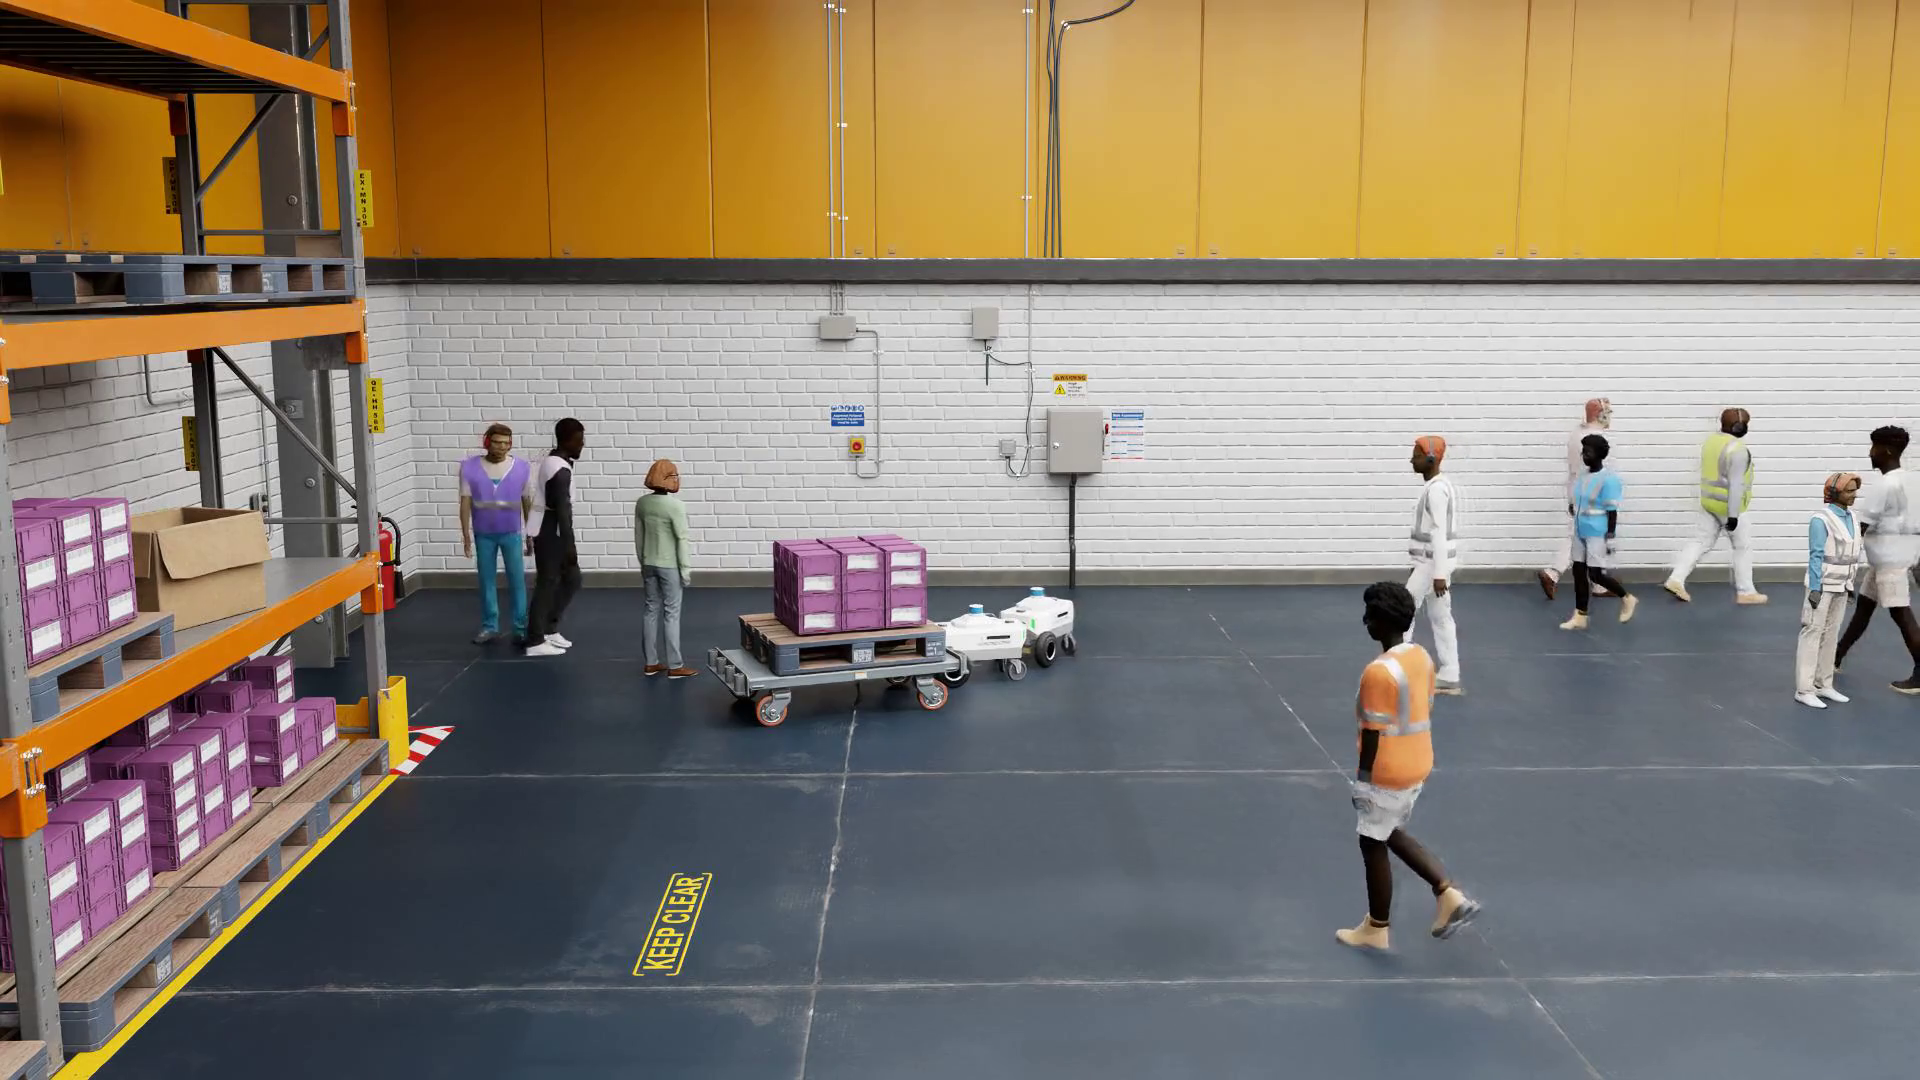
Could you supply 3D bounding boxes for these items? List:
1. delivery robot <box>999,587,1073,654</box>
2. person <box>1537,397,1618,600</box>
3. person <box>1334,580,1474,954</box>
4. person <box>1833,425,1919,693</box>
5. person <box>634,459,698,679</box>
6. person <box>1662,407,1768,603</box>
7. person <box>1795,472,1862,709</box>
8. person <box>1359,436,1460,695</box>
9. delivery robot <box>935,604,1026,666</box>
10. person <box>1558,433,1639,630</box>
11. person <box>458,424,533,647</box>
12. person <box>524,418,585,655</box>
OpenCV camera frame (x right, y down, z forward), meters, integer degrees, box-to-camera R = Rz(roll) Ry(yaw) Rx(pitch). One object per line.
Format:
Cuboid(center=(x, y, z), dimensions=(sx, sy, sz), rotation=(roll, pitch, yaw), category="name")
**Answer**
Cuboid(center=(0.597, 0.611, 12.936), dimensions=(0.477, 0.478, 0.707), rotation=(5, 11, 30), category="delivery robot")
Cuboid(center=(5.728, -0.372, 15.207), dimensions=(0.850, 1.880, 0.645), rotation=(-1, 9, -4), category="person")
Cuboid(center=(1.950, 1.016, 7.295), dimensions=(0.481, 1.676, 0.532), rotation=(6, 11, 34), category="person")
Cuboid(center=(6.684, 0.122, 12.074), dimensions=(0.615, 1.902, 1.025), rotation=(-8, 13, -42), category="person")
Cuboid(center=(-2.203, 0.211, 12.373), dimensions=(0.501, 1.632, 0.280), rotation=(6, 11, 34), category="person")
Cuboid(center=(6.871, -0.311, 15.066), dimensions=(0.916, 1.808, 0.635), rotation=(-1, 9, -7), category="person")
Cuboid(center=(6.057, 0.338, 11.572), dimensions=(0.515, 1.641, 0.315), rotation=(-6, 11, -32), category="person")
Cuboid(center=(3.220, 0.183, 11.852), dimensions=(0.824, 1.855, 0.616), rotation=(3, 10, 18), category="person")
Cuboid(center=(0.121, 0.719, 12.271), dimensions=(0.707, 0.478, 0.477), rotation=(-3, 10, -15), category="delivery robot")
Cuboid(center=(5.353, -0.057, 13.893), dimensions=(0.541, 1.681, 0.540), rotation=(-2, 10, -14), category="person")
Cuboid(center=(-3.712, -0.033, 13.351), dimensions=(0.570, 1.806, 0.641), rotation=(-3, 10, -15), category="person")
Cuboid(center=(-3.186, -0.013, 13.003), dimensions=(0.555, 1.881, 0.589), rotation=(-2, 10, -13), category="person")
